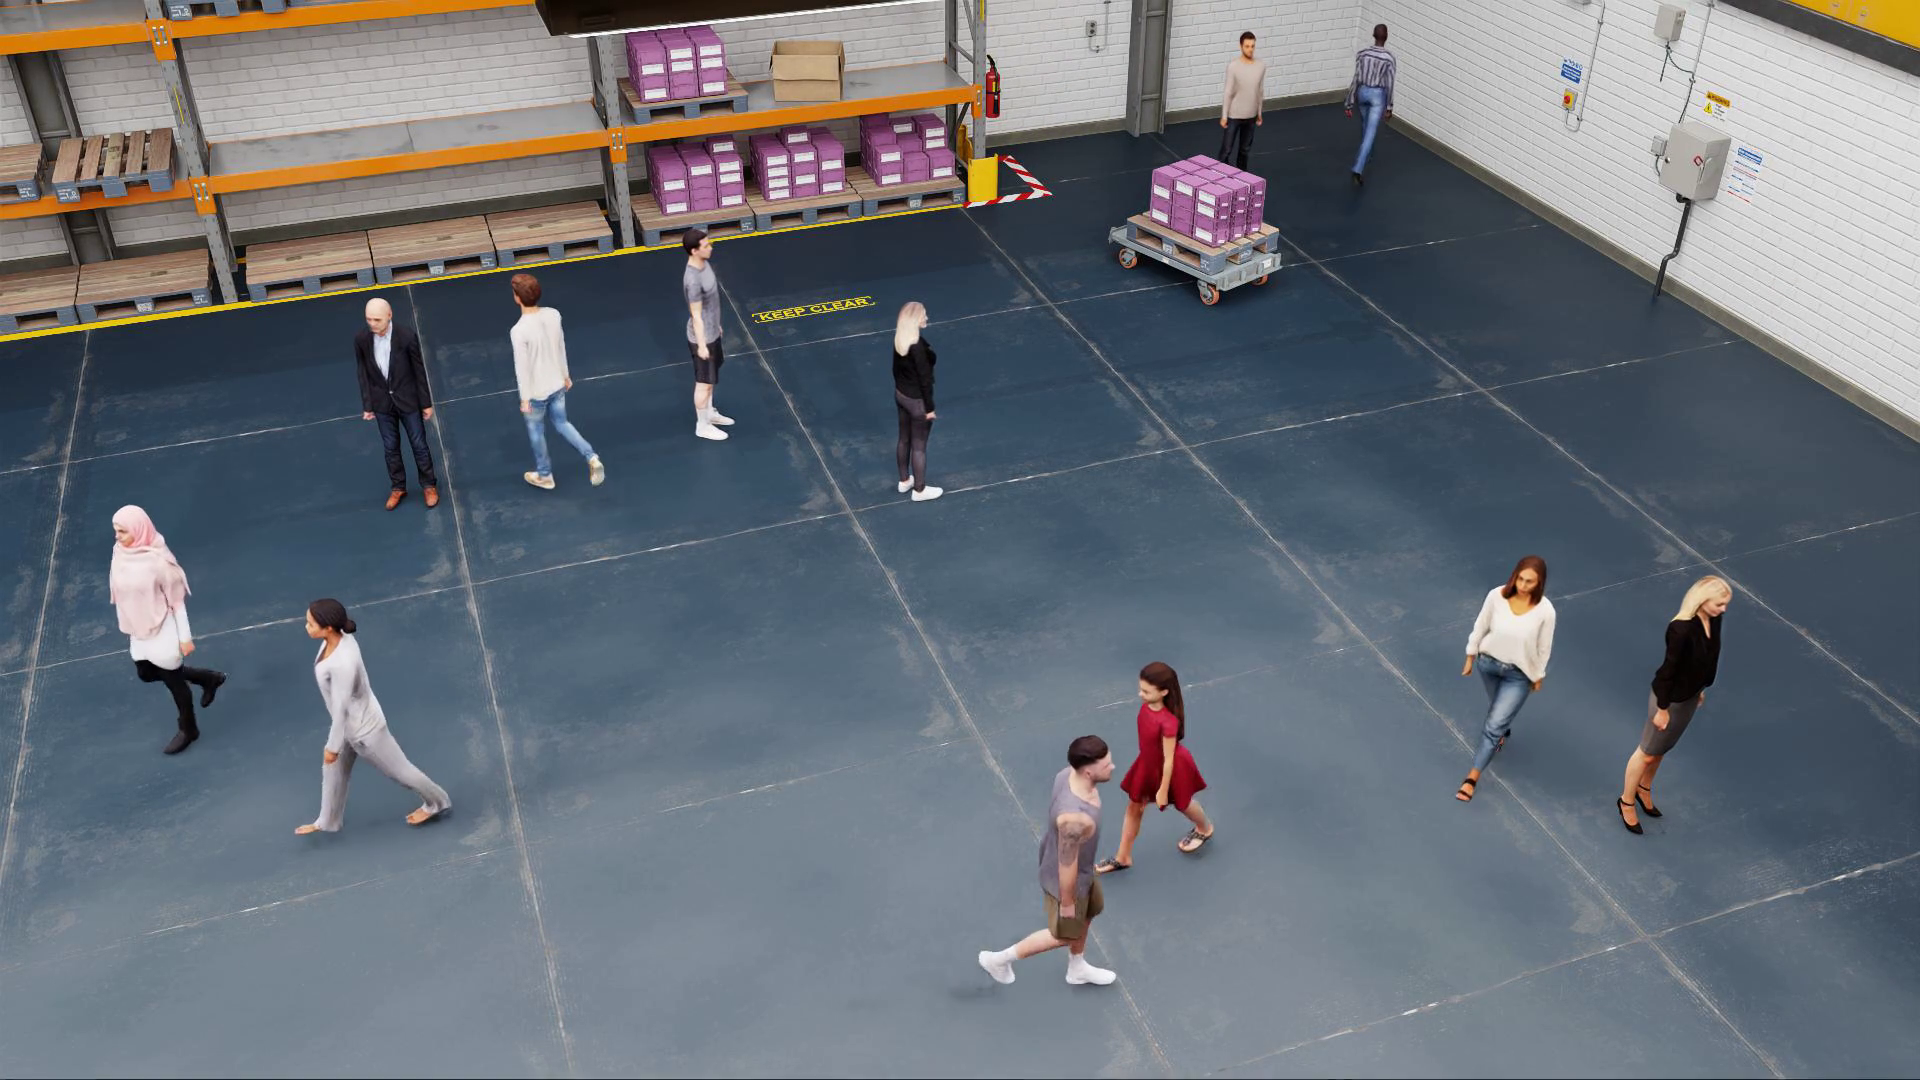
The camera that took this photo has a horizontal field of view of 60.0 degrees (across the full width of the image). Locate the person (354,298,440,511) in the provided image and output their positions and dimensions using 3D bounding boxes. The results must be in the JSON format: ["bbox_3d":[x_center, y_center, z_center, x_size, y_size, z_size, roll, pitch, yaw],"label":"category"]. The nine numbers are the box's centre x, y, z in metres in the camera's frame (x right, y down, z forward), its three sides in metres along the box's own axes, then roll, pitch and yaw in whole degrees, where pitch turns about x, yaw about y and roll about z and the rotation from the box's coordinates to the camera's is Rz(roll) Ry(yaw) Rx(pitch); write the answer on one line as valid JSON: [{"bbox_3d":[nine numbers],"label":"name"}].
[{"bbox_3d":[-4.437,-1.099,13.093,0.613,1.795,0.802,-3,34,-5],"label":"person"}]

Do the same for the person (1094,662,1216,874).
[{"bbox_3d":[1.255,1.307,9.734,1.071,1.506,0.622,-13,36,-19],"label":"person"}]

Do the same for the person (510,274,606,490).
[{"bbox_3d":[-3.233,-1.187,13.144,1.078,1.886,1.078,19,38,27],"label":"person"}]

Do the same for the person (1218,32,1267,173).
[{"bbox_3d":[3.126,-4.724,18.483,0.490,1.865,0.723,-10,35,-14],"label":"person"}]

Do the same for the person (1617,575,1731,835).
[{"bbox_3d":[4.254,0.971,9.937,0.595,1.842,0.731,-25,41,-32],"label":"person"}]

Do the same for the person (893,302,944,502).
[{"bbox_3d":[-0.379,-1.098,13.190,0.608,1.686,0.652,-19,38,-26],"label":"person"}]

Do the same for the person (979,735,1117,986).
[{"bbox_3d":[0.500,1.748,8.793,1.099,1.821,0.883,2,34,3],"label":"person"}]

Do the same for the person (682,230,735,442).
[{"bbox_3d":[-2.167,-1.747,14.002,0.686,1.868,0.717,2,34,3],"label":"person"}]

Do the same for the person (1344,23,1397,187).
[{"bbox_3d":[4.621,-4.874,18.832,1.146,1.728,1.319,21,39,28],"label":"person"}]

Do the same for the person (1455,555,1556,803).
[{"bbox_3d":[3.450,0.772,10.423,0.972,1.635,1.153,24,41,32],"label":"person"}]

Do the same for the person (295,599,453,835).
[{"bbox_3d":[-3.495,1.077,9.913,1.170,1.691,0.738,-16,37,-23],"label":"person"}]

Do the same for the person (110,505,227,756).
[{"bbox_3d":[-5.064,0.521,10.656,0.900,1.795,0.964,16,37,22],"label":"person"}]
